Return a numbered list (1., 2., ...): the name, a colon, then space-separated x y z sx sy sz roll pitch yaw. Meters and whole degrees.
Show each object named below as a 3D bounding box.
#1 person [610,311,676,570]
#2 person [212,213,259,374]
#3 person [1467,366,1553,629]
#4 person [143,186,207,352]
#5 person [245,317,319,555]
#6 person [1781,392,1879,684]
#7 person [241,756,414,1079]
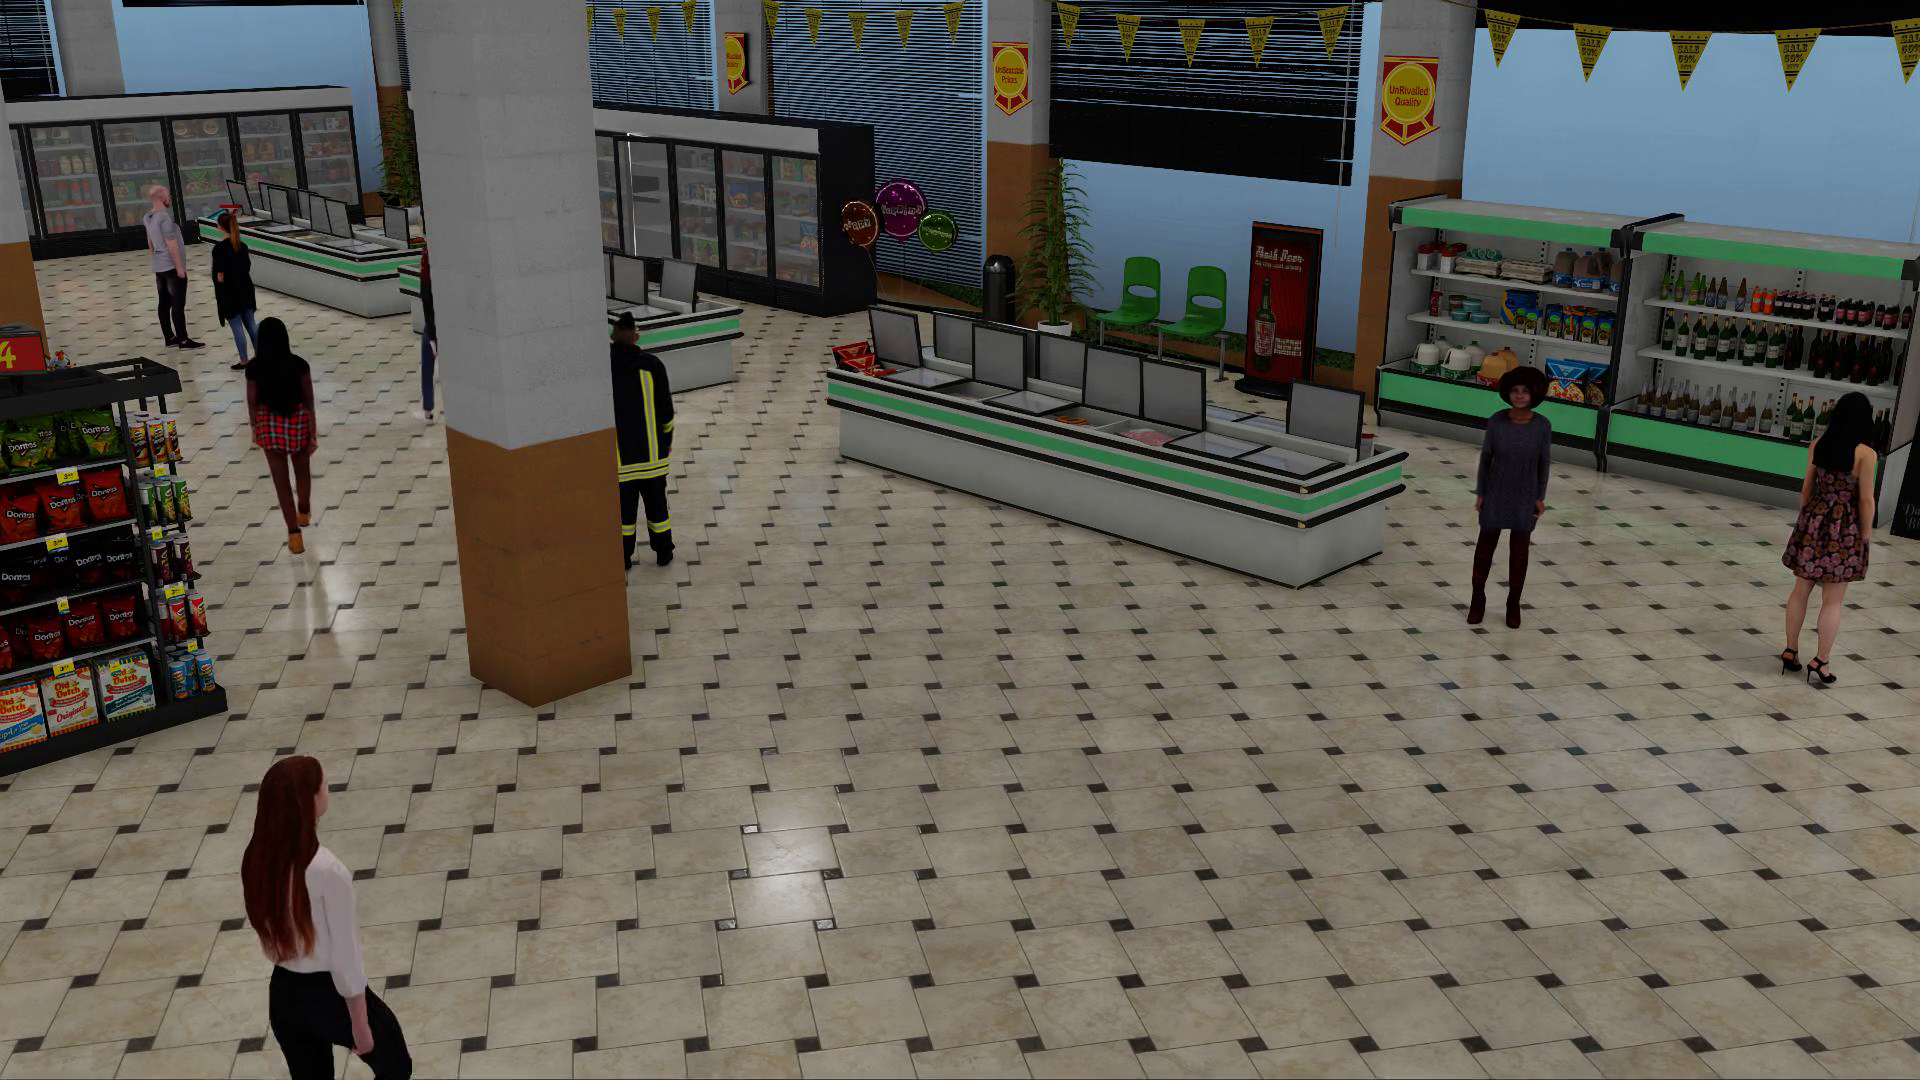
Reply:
1. person: -2.309 -0.707 11.731 0.871 1.859 0.882 -5 19 -14
2. person: -7.711 -2.637 17.730 0.675 1.683 0.701 9 20 24
3. person: 3.540 -0.277 10.688 0.579 1.710 0.711 7 20 20
4. person: -8.946 -3.082 18.806 0.558 1.838 0.750 14 23 36
5. person: -4.880 -0.713 12.047 0.883 1.668 1.280 -9 21 -26
6. person: 5.137 -0.017 9.819 0.786 1.773 0.679 -11 22 -30
7. person: -2.073 1.536 5.250 0.661 1.749 0.771 8 20 23
